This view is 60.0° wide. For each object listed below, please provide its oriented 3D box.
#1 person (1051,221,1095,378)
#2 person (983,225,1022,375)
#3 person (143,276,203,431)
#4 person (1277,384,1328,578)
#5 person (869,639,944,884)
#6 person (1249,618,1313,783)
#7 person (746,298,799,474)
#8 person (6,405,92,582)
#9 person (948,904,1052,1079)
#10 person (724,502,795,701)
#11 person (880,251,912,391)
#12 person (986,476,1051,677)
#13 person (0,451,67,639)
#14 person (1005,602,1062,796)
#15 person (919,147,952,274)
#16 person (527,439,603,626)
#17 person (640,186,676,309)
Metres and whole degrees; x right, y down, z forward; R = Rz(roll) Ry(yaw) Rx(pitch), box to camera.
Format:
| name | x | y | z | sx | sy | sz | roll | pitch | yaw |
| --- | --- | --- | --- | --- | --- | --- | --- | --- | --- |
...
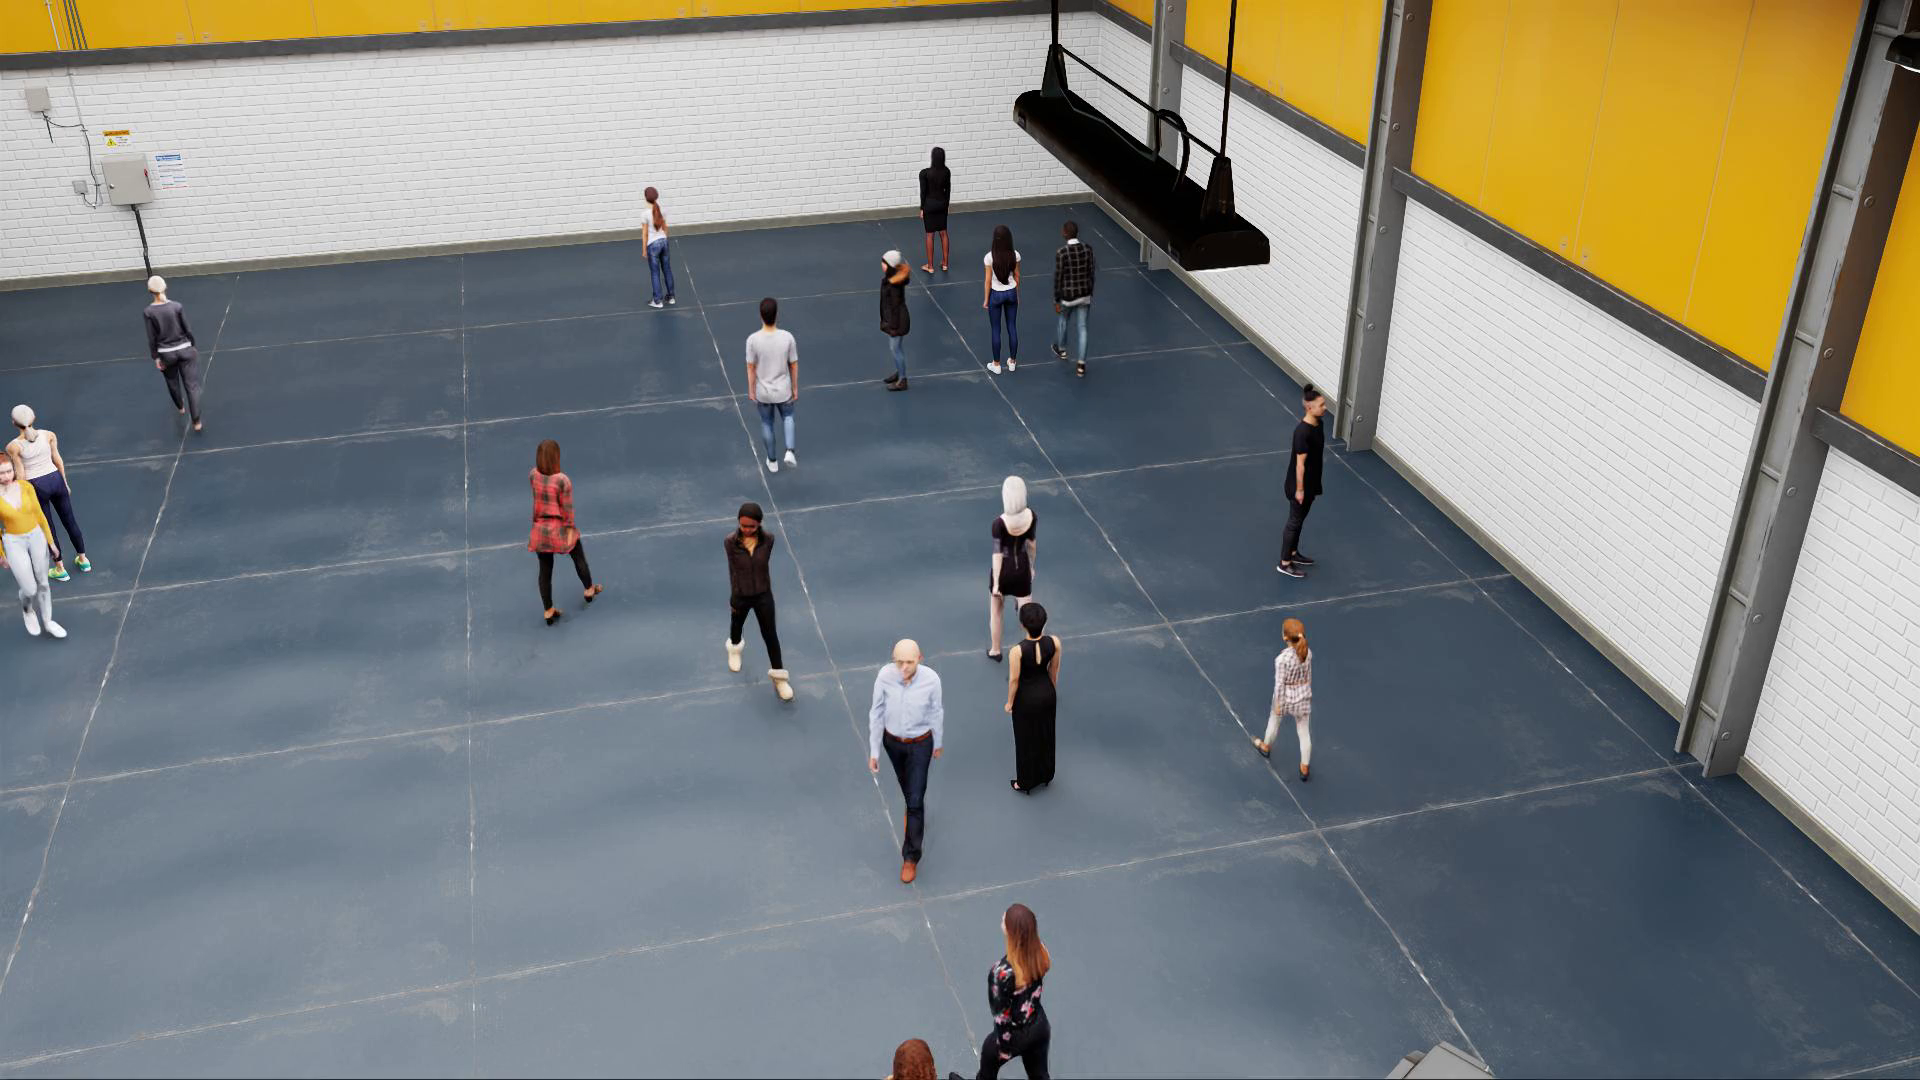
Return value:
| name | x | y | z | sx | sy | sz | roll | pitch | yaw |
| --- | --- | --- | --- | --- | --- | --- | --- | --- | --- |
| person | 1.357 | -2.771 | 19.322 | 0.747 | 1.781 | 1.046 | -4 | 29 | -8 |
| person | 0.501 | -2.811 | 19.402 | 0.601 | 1.775 | 0.515 | -9 | 30 | -16 |
| person | -8.478 | -1.993 | 17.999 | 0.690 | 1.683 | 1.119 | -11 | 31 | -19 |
| person | 3.147 | -0.571 | 15.207 | 0.829 | 1.860 | 0.749 | 12 | 31 | 21 |
| person | -0.366 | 1.411 | 11.698 | 1.006 | 1.742 | 1.298 | 5 | 29 | 9 |
| person | 2.534 | 1.223 | 12.528 | 0.610 | 1.277 | 0.857 | -11 | 30 | -19 |
| person | -1.895 | -1.520 | 16.933 | 0.671 | 1.873 | 0.754 | -7 | 29 | -12 |
| person | -8.313 | -0.441 | 15.133 | 0.716 | 1.702 | 0.681 | 20 | 35 | 32 |
| person | 0.400 | 2.780 | 9.287 | 0.886 | 1.646 | 1.092 | -24 | 37 | -37 |
| person | -1.661 | 0.518 | 13.428 | 1.111 | 1.651 | 0.607 | -7 | 29 | -13 |
| person | -0.724 | -2.516 | 19.012 | 0.725 | 1.631 | 0.572 | -3 | 29 | -6 |
| person | 0.488 | 0.347 | 13.583 | 0.789 | 1.805 | 1.146 | -16 | 32 | -27 |
| person | -8.028 | 0.037 | 14.219 | 0.788 | 1.739 | 0.731 | 20 | 34 | 32 |
| person | 0.545 | 1.172 | 12.275 | 0.623 | 1.607 | 0.582 | -15 | 32 | -25 |
| person | -0.336 | -4.489 | 22.542 | 0.651 | 1.715 | 0.569 | -13 | 31 | -22 |
| person | -3.570 | -0.032 | 14.414 | 0.907 | 1.675 | 1.023 | 9 | 30 | 15 |
| person | -3.905 | -3.788 | 21.416 | 0.613 | 1.562 | 0.629 | -22 | 36 | -35 |
